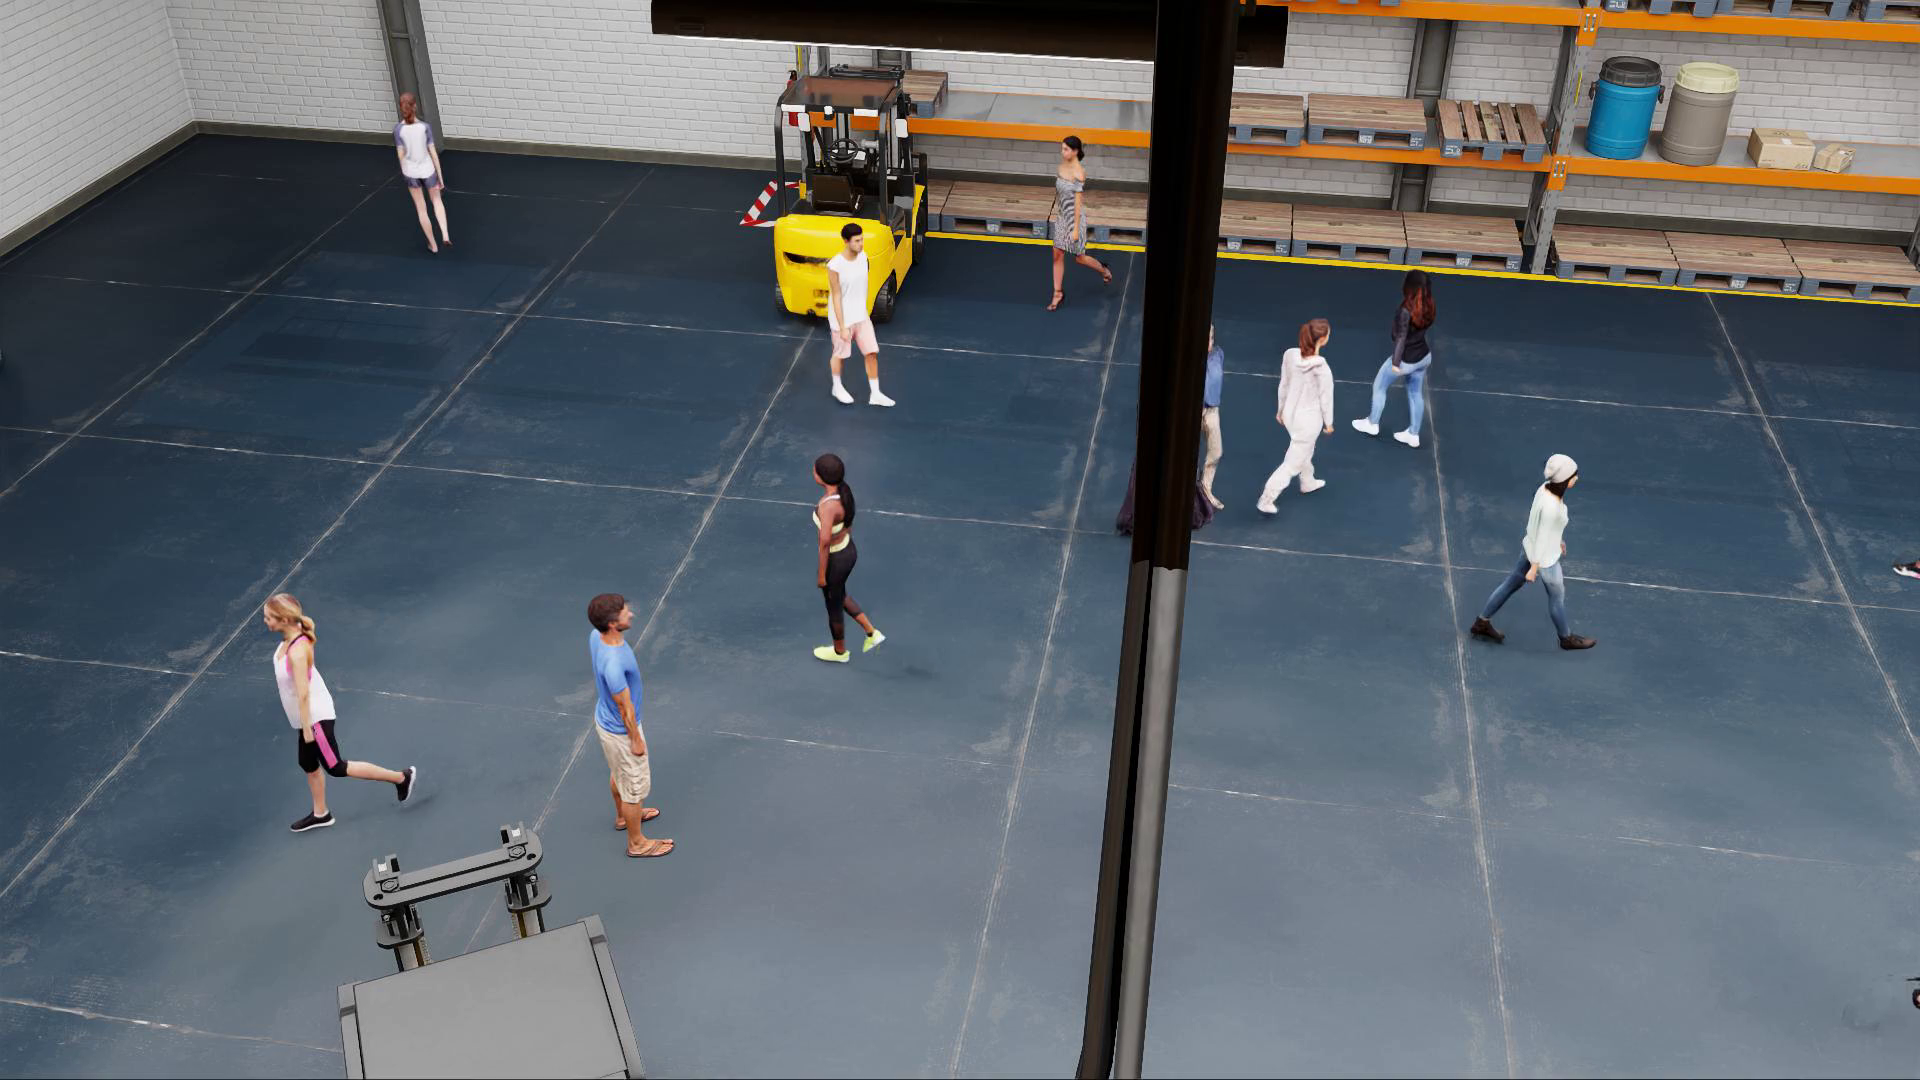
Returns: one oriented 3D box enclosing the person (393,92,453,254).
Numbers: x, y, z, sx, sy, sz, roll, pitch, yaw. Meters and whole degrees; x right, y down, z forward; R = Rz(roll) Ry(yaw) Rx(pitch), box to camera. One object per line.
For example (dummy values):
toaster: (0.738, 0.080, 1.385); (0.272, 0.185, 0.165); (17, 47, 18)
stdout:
person: (-5.747, -3.865, 17.723); (0.715, 1.753, 0.769); (-11, 35, -16)

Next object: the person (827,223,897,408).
person: (-1.057, -2.032, 14.962); (0.935, 1.758, 1.033); (-26, 41, -33)

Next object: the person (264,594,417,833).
person: (-3.893, 1.070, 10.285); (1.138, 1.768, 0.973); (-13, 36, -19)

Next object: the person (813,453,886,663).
person: (-0.780, 0.171, 11.659); (0.793, 1.745, 0.628); (10, 35, 15)

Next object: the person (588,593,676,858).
person: (-2.068, 1.113, 10.134); (0.759, 1.865, 0.743); (-13, 36, -19)

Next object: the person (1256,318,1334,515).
person: (2.713, -0.962, 13.445); (1.145, 1.655, 1.067); (-20, 38, -27)

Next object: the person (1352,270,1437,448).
person: (3.933, -1.534, 14.338); (0.910, 1.618, 0.974); (-22, 39, -29)

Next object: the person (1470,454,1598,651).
person: (4.070, 0.098, 11.906); (1.077, 1.594, 0.561); (6, 34, 8)

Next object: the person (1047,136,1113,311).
person: (1.193, -3.152, 16.612); (1.058, 1.796, 1.000); (-21, 39, -28)
